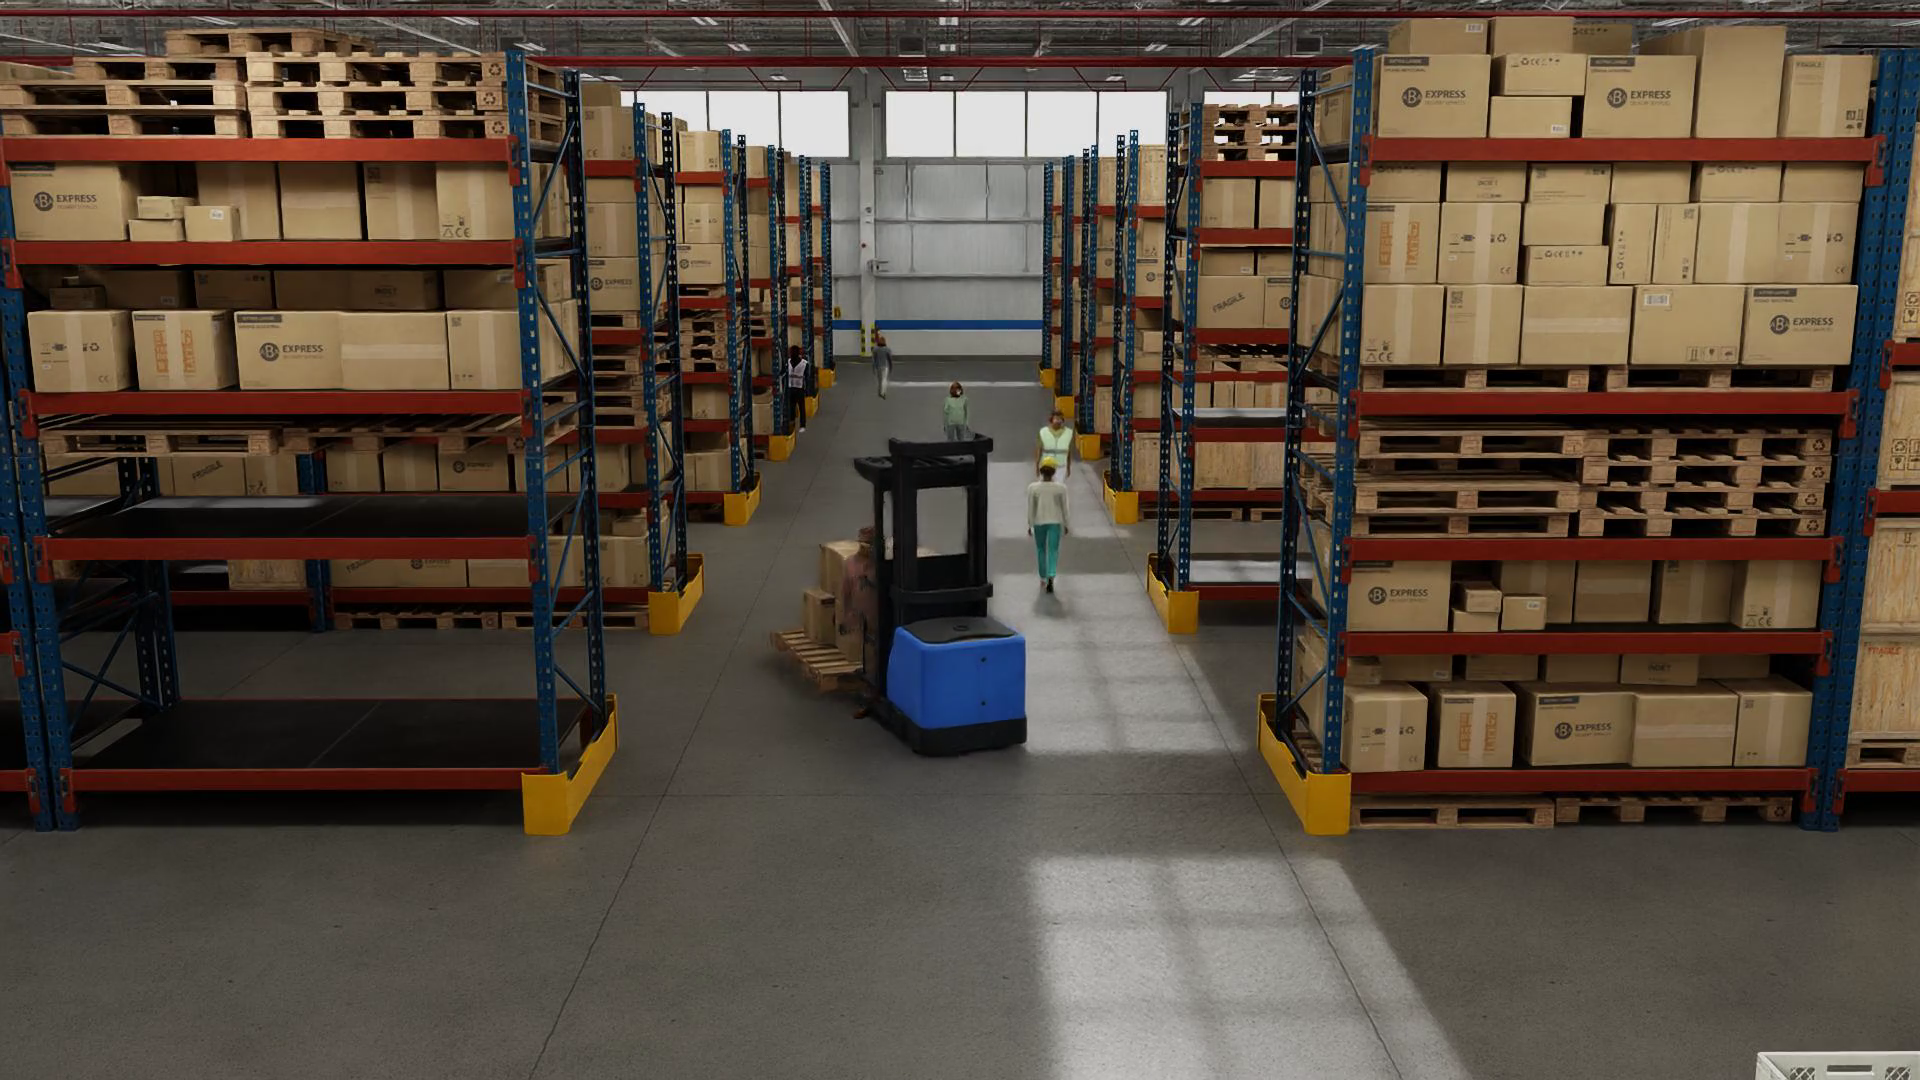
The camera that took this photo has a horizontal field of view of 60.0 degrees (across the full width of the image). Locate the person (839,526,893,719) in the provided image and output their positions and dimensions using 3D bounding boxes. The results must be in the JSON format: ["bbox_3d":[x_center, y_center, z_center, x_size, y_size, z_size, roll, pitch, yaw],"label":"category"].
[{"bbox_3d":[-0.859,0.756,16.523,0.659,1.862,0.986,6,13,26],"label":"person"}]

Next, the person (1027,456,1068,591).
[{"bbox_3d":[1.138,-0.219,21.628,0.534,1.737,0.790,1,11,5],"label":"person"}]

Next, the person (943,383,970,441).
[{"bbox_3d":[-0.068,-2.171,31.629,0.517,1.637,0.422,-3,12,-16],"label":"person"}]

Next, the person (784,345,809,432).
[{"bbox_3d":[-3.595,-3.325,36.578,0.596,1.915,0.373,4,12,19],"label":"person"}]

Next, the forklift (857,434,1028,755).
[{"bbox_3d":[-0.170,0.410,15.666,1.129,2.768,1.873,-4,12,-20],"label":"forklift"}]

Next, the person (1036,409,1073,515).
[{"bbox_3d":[1.486,-1.183,26.223,0.570,1.817,0.790,-1,11,-3],"label":"person"}]

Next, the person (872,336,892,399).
[{"bbox_3d":[-2.012,-4.448,42.917,0.507,1.605,0.741,0,11,-2],"label":"person"}]
